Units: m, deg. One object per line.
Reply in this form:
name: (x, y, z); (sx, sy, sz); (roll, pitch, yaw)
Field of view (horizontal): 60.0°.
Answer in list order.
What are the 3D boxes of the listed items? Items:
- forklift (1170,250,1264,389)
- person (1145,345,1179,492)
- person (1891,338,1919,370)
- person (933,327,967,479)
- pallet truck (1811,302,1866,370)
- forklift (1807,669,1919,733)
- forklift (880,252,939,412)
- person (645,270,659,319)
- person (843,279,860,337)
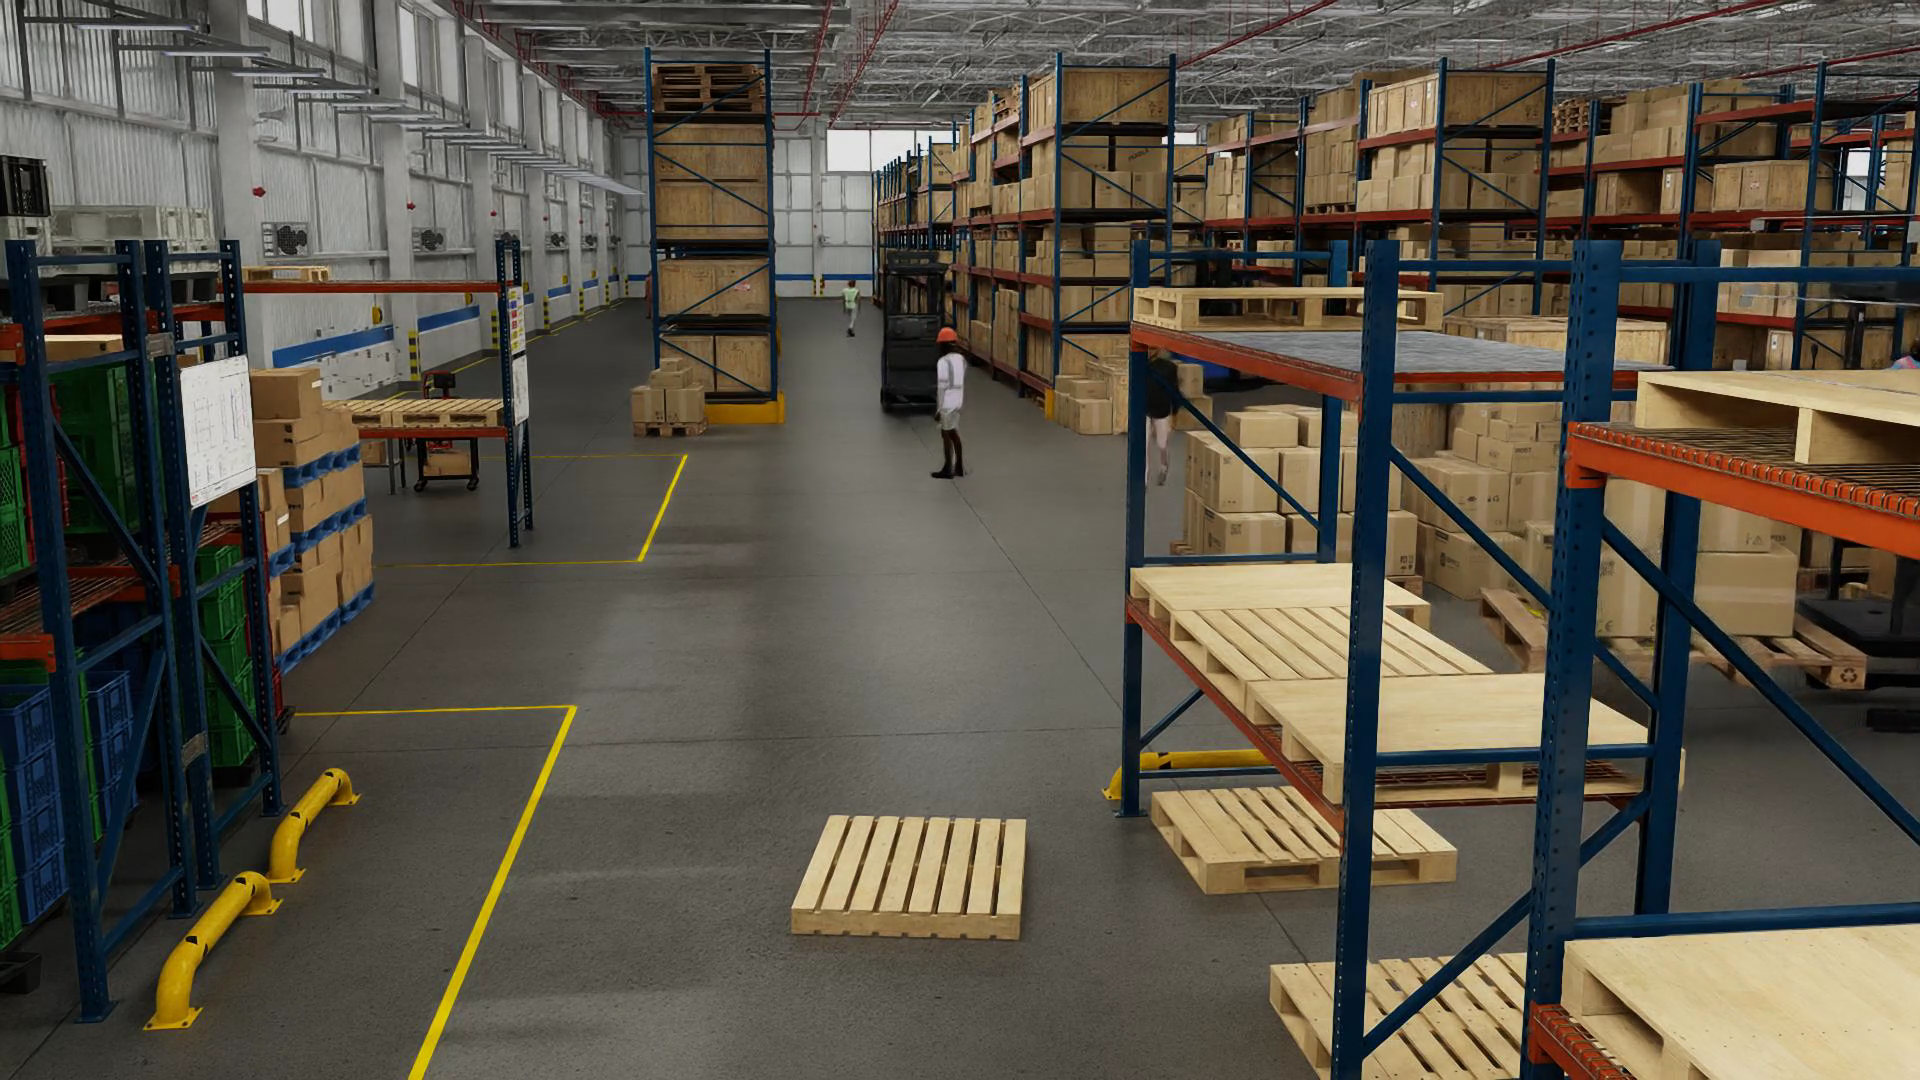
forklift: (5.069, -4.445, 33.565); (1.873, 2.768, 1.129); (-5, 11, -25)
person: (2.371, -1.570, 20.199); (0.621, 1.965, 0.915); (3, 11, 18)
person: (11.994, -1.632, 20.896); (0.641, 1.825, 0.445); (0, 10, 2)
person: (-0.150, -1.746, 21.223); (0.367, 1.935, 0.549); (6, 12, 30)
pallet truck: (15.846, -3.142, 28.793); (1.885, 1.965, 0.823); (2, 10, 12)
forklift: (6.589, -0.257, 10.356); (1.873, 2.768, 1.129); (1, 10, 7)
forklift: (-0.854, -3.781, 29.884); (1.129, 2.768, 1.873); (-1, 10, -6)
person: (-11.947, -9.524, 64.459); (0.401, 1.894, 0.654); (9, 14, 41)
person: (-3.404, -7.265, 52.113); (0.565, 1.830, 0.578); (4, 11, 21)
